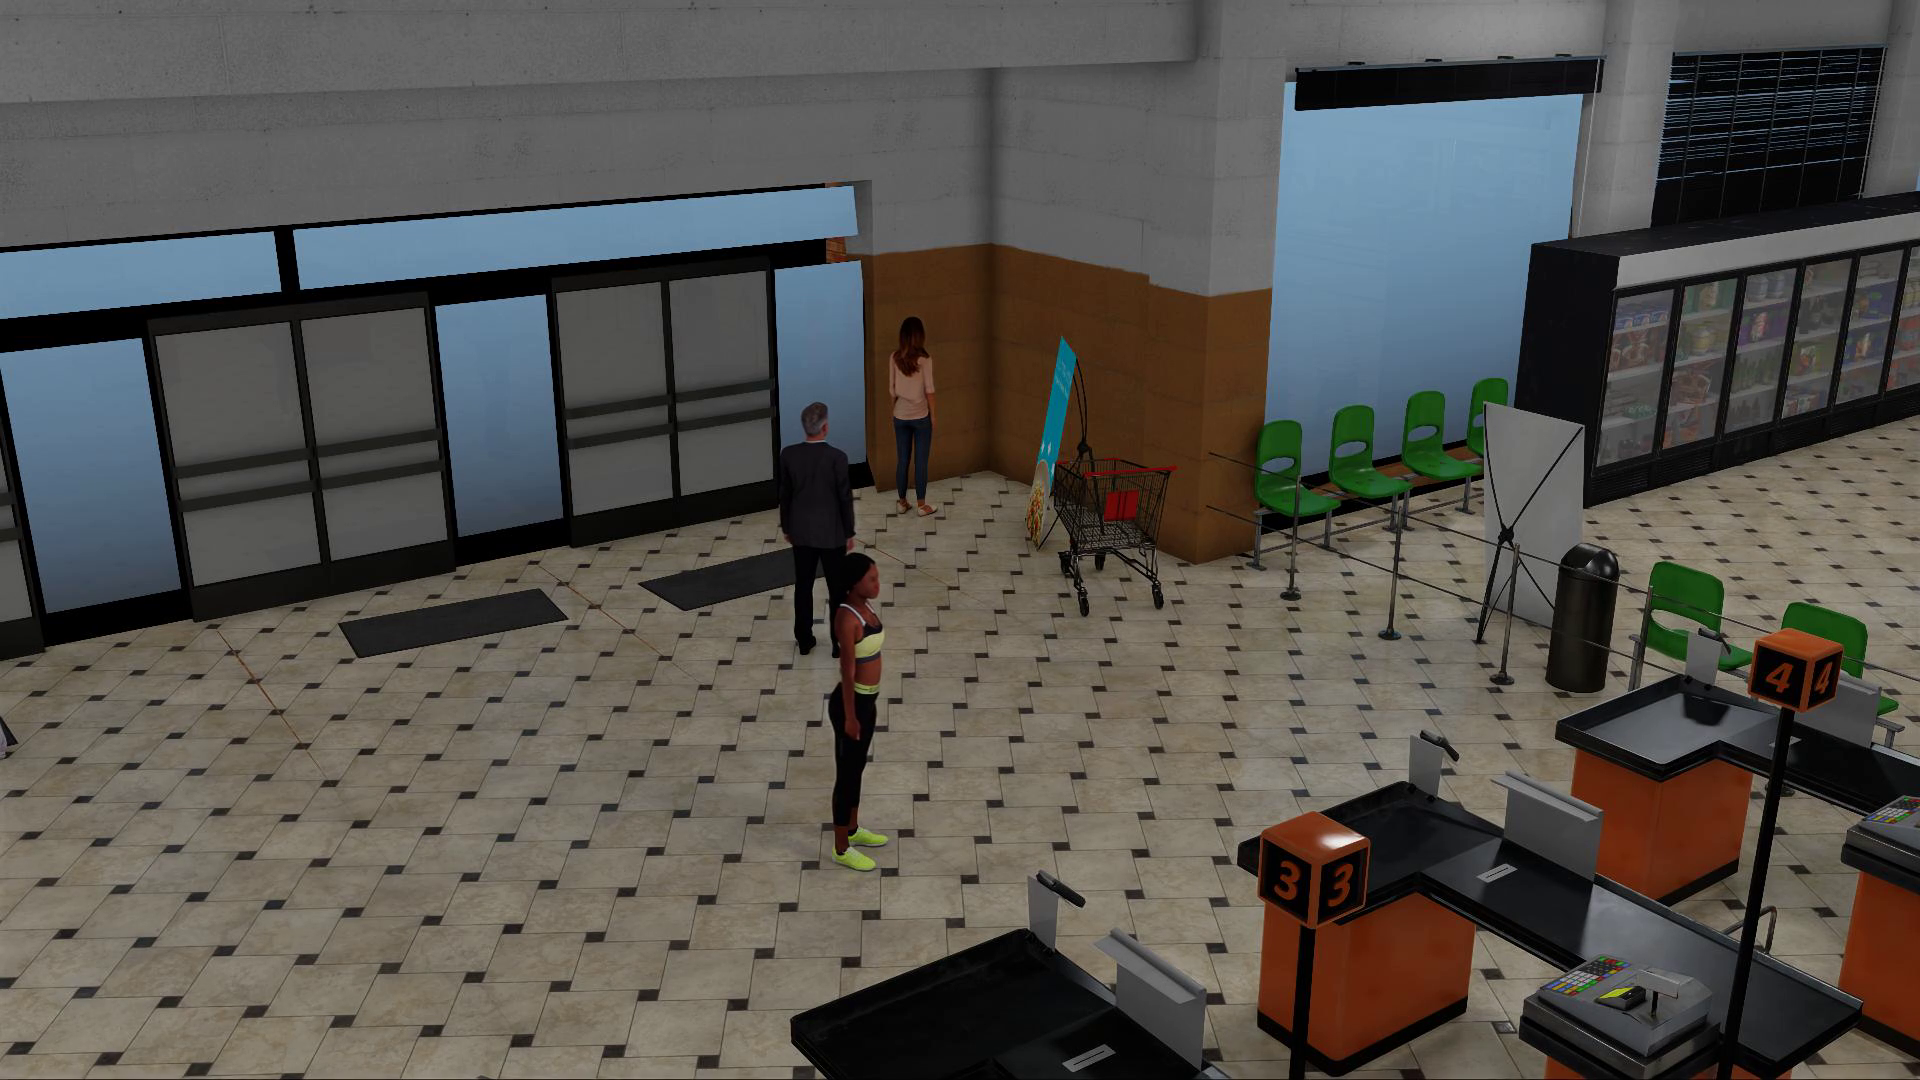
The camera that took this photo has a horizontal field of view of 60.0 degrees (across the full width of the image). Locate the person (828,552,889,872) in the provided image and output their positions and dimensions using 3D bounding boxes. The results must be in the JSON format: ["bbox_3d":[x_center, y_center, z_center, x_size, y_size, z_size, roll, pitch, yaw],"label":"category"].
[{"bbox_3d":[-0.571,0.898,8.934,0.683,1.753,0.635,4,19,13],"label":"person"}]

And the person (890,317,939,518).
[{"bbox_3d":[-0.425,-1.098,14.794,0.618,1.792,0.728,9,20,24],"label":"person"}]

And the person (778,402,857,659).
[{"bbox_3d":[-0.991,-0.074,11.677,0.772,1.842,0.872,6,20,18],"label":"person"}]
